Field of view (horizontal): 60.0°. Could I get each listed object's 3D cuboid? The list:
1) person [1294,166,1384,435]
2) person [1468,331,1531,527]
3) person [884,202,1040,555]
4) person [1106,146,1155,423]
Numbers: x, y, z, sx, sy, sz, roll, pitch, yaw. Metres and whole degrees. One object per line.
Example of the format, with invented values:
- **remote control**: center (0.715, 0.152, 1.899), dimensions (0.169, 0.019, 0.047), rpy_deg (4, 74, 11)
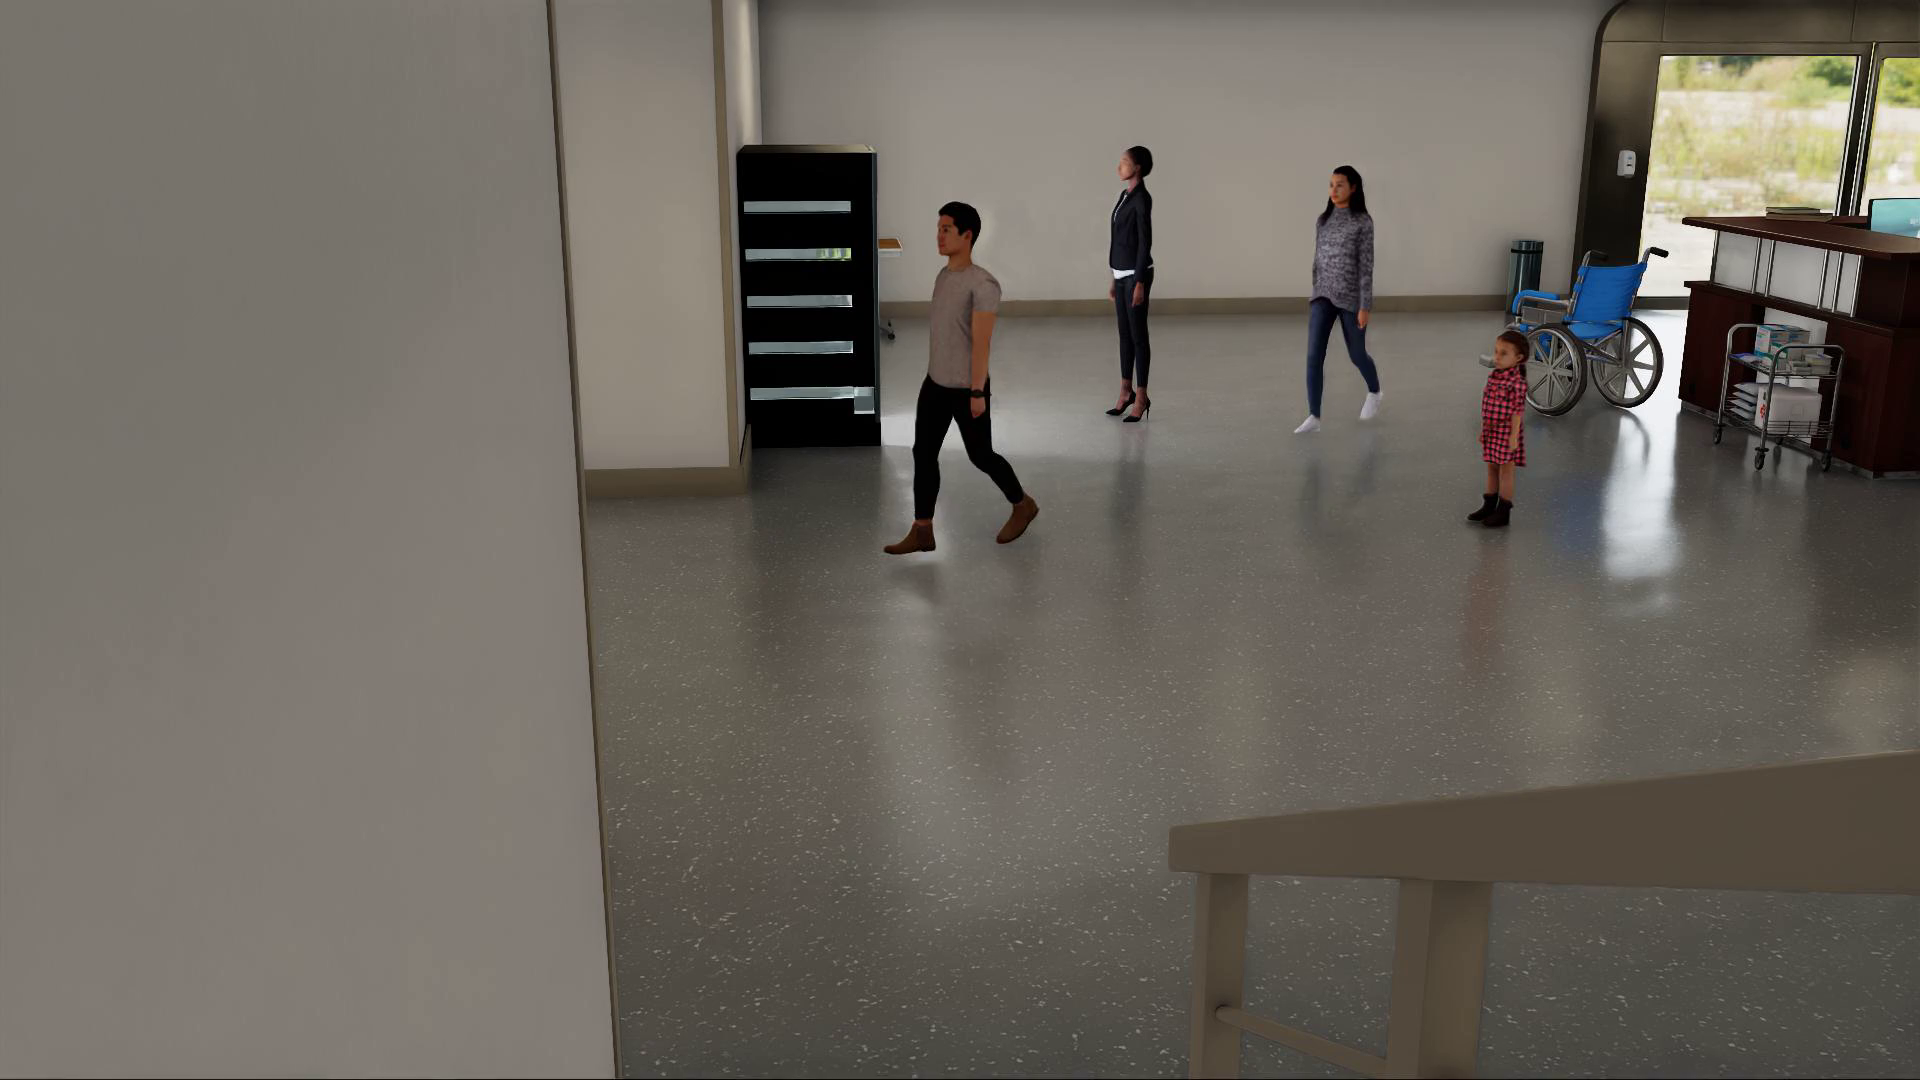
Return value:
- **person**: center (2.534, -1.545, 10.836), dimensions (1.110, 1.702, 1.133), rpy_deg (15, 21, 42)
- **person**: center (2.838, -0.586, 8.685), dimensions (0.536, 1.024, 0.448), rpy_deg (-7, 17, -22)
- **person**: center (0.070, -0.760, 8.071), dimensions (1.028, 1.692, 1.124), rpy_deg (-11, 19, -34)
- **person**: center (1.168, -1.724, 11.226), dimensions (0.691, 1.834, 0.507), rpy_deg (-4, 16, -14)
